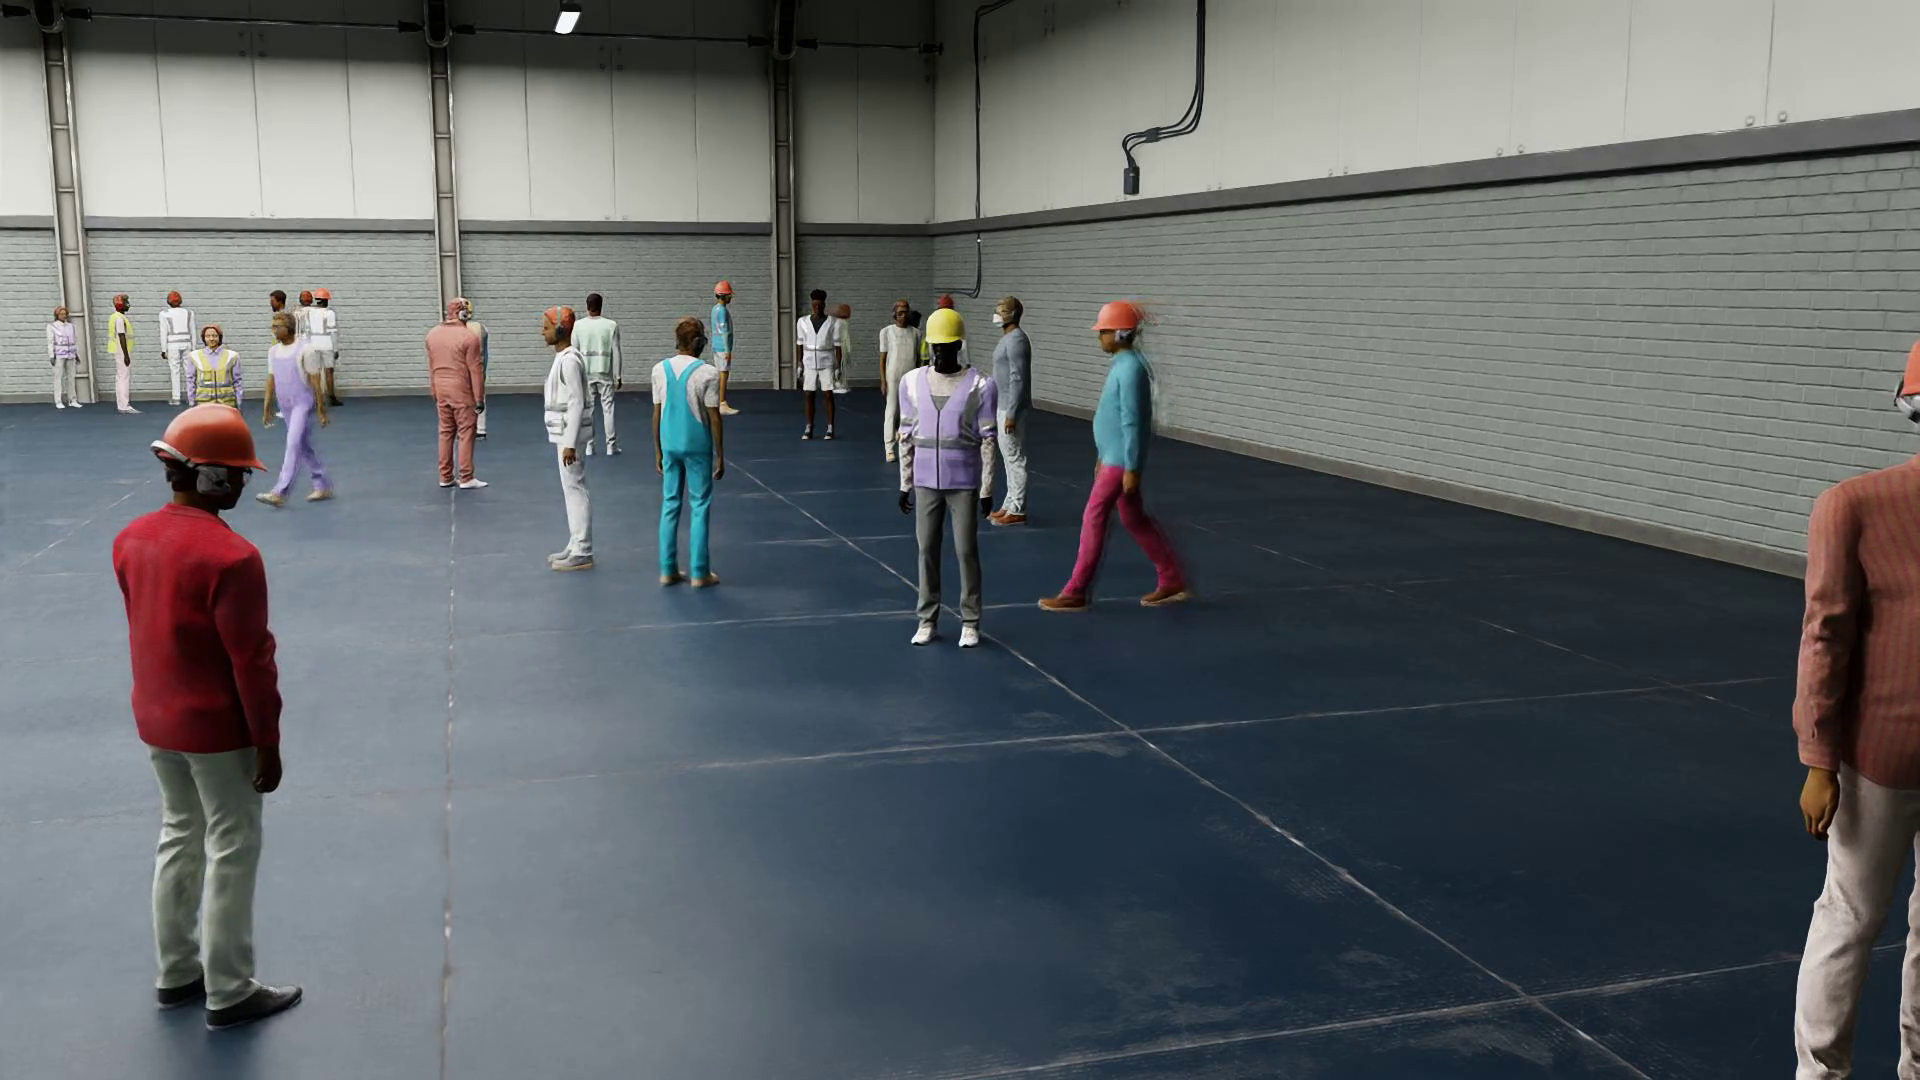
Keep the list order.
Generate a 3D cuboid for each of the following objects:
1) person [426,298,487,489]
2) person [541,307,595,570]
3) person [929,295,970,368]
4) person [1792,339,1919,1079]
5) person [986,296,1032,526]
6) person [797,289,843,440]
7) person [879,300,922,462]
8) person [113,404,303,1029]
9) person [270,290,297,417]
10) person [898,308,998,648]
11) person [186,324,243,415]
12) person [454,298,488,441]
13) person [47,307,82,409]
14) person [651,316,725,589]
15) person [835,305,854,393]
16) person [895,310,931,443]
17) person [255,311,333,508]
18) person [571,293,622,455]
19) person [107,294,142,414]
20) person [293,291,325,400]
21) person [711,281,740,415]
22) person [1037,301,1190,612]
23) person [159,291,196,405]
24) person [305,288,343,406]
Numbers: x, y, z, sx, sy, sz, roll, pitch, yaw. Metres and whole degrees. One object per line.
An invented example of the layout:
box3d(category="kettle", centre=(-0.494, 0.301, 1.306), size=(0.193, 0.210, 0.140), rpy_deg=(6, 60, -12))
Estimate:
box3d(category="person", centre=(-4.978, -1.449, 16.535), size=(0.654, 1.894, 0.401), rpy_deg=(4, 10, 25))
box3d(category="person", centre=(-2.808, -0.725, 11.929), size=(0.337, 1.882, 0.585), rpy_deg=(-3, 9, -16))
box3d(category="person", centre=(-0.177, -2.525, 23.513), size=(0.580, 1.857, 0.828), rpy_deg=(3, 10, 21))
box3d(category="person", centre=(2.205, 0.494, 3.792), size=(0.611, 1.997, 0.375), rpy_deg=(-1, 9, -5))
box3d(category="person", centre=(0.422, -1.087, 14.066), size=(0.369, 1.940, 0.631), rpy_deg=(-1, 9, -4))
box3d(category="person", centre=(-1.820, -2.271, 21.572), size=(0.605, 1.959, 0.367), rpy_deg=(1, 9, 9))
box3d(category="person", centre=(-0.665, -1.811, 18.985), size=(0.508, 1.846, 0.345), rpy_deg=(-4, 10, -22))
box3d(category="person", centre=(-2.079, 0.491, 4.646), size=(0.574, 1.737, 0.353), rpy_deg=(5, 10, 31))
box3d(category="person", centre=(-10.187, -2.811, 25.140), size=(0.372, 1.914, 0.597), rpy_deg=(-4, 10, -26))
box3d(category="person", centre=(-0.076, -0.340, 9.384), size=(0.582, 1.919, 0.394), rpy_deg=(3, 9, 19))
box3d(category="person", centre=(-7.423, -1.334, 16.592), size=(0.514, 1.641, 0.307), rpy_deg=(-5, 10, -27))
box3d(category="person", centre=(-6.339, -2.180, 21.370), size=(0.404, 1.835, 0.586), rpy_deg=(7, 12, 39))
box3d(category="person", centre=(-14.451, -2.939, 26.831), size=(0.306, 1.639, 0.524), rpy_deg=(4, 10, 26))
box3d(category="person", centre=(-1.822, -0.582, 11.192), size=(0.519, 1.835, 0.350), rpy_deg=(3, 9, 17))
box3d(category="person", centre=(-2.073, -3.478, 30.342), size=(0.536, 1.613, 0.535), rpy_deg=(-3, 9, -20))
box3d(category="person", centre=(-0.632, -2.064, 21.101), size=(0.554, 1.691, 0.324), rpy_deg=(3, 9, 18))
box3d(category="person", centre=(-6.152, -1.207, 15.297), size=(0.537, 1.787, 0.991), rpy_deg=(4, 10, 24))
box3d(category="person", centre=(-4.300, -1.959, 19.705), size=(0.588, 1.917, 0.392), rpy_deg=(0, 9, -2))
box3d(category="person", centre=(-12.942, -2.862, 25.686), size=(0.390, 1.846, 0.563), rpy_deg=(-6, 11, -34))
box3d(category="person", centre=(-11.186, -3.337, 28.597), size=(0.354, 1.883, 0.573), rpy_deg=(6, 11, 35))
box3d(category="person", centre=(-3.623, -2.943, 25.573), size=(0.372, 2.044, 0.608), rpy_deg=(-3, 9, -20))
box3d(category="person", centre=(1.008, -0.517, 10.413), size=(0.960, 1.953, 0.628), rpy_deg=(1, 9, 3))
box3d(category="person", centre=(-12.982, -3.185, 27.633), size=(0.355, 1.882, 0.576), rpy_deg=(8, 12, 43))
box3d(category="person", centre=(-10.430, -3.156, 27.269), size=(0.549, 1.936, 0.377), rpy_deg=(2, 9, 15))
